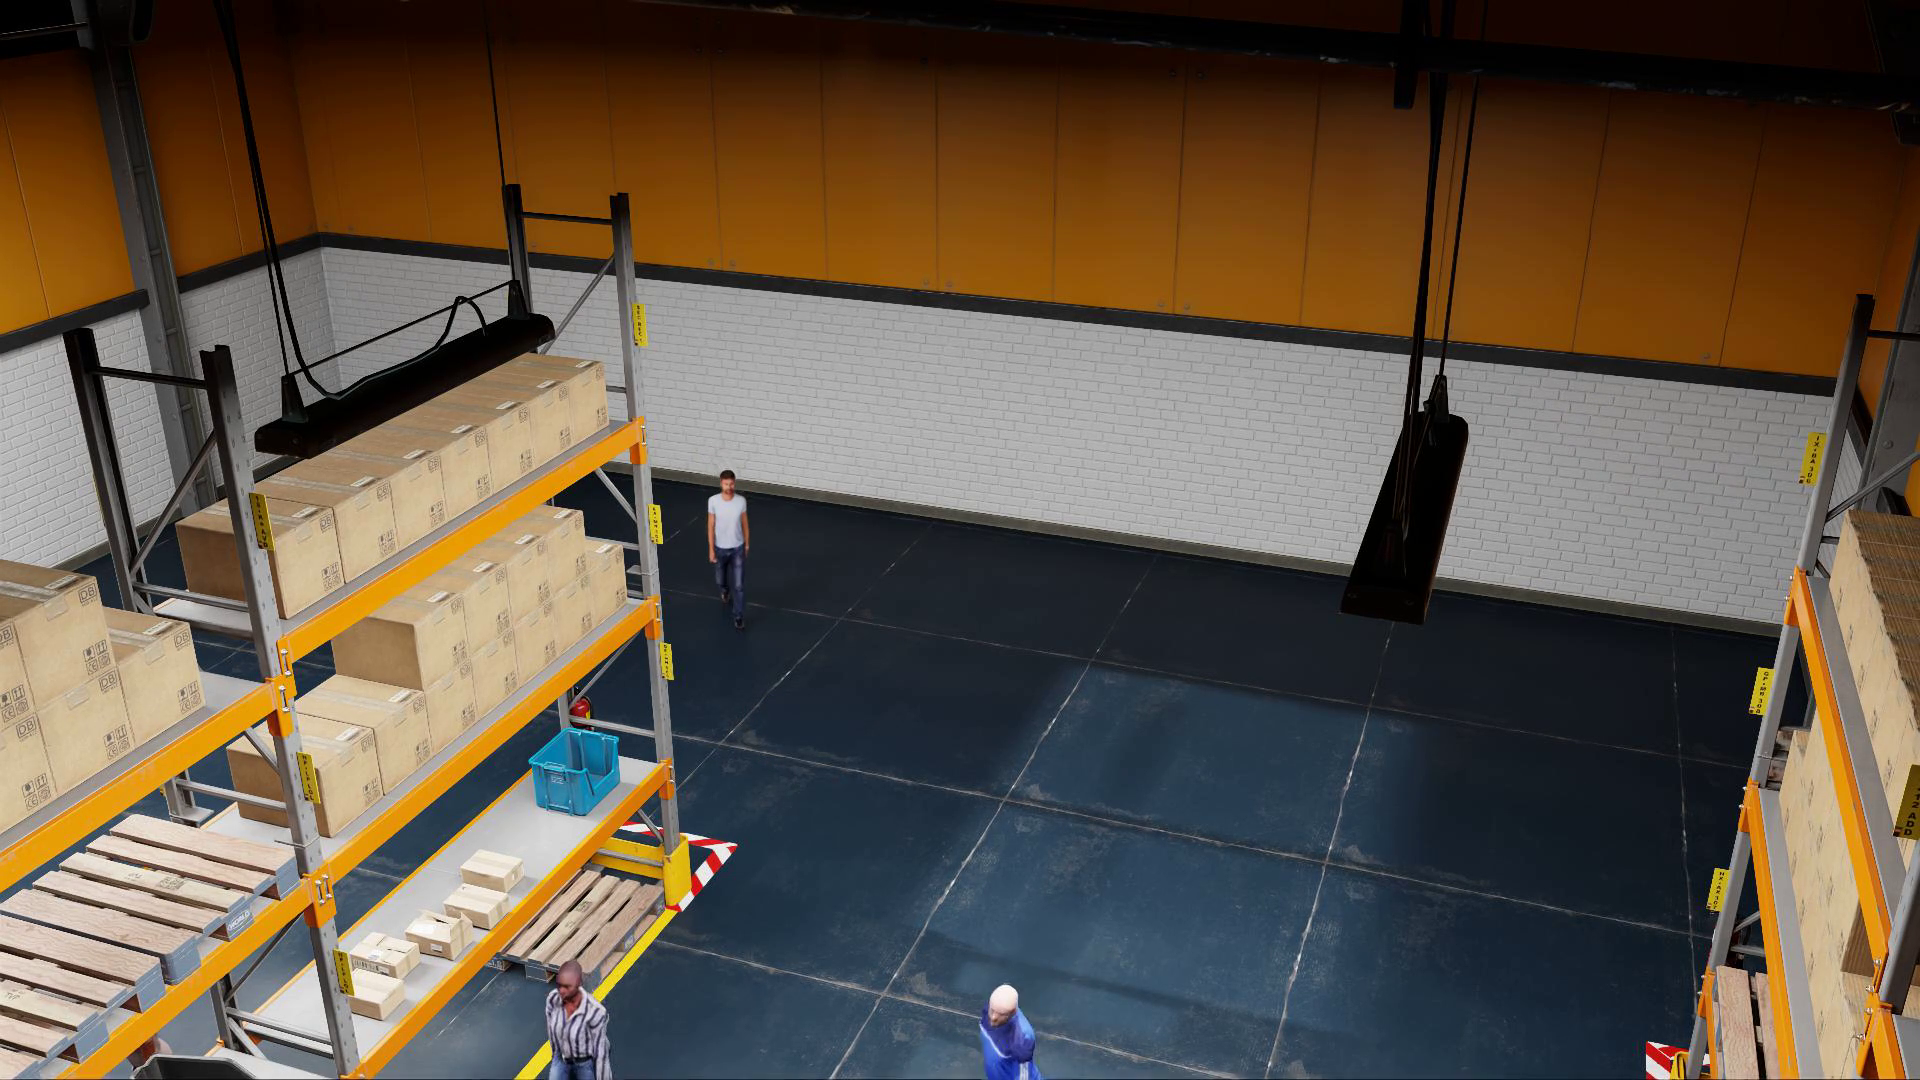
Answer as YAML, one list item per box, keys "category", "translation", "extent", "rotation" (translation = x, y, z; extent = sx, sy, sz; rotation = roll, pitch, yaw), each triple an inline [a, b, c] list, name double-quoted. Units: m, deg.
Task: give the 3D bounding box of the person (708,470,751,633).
- category: "person"
  translation: [-2.620, 0.066, 18.791]
  extent: [0.934, 1.846, 1.143]
  rotation: [-4, 24, -8]

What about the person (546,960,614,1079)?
- category: "person"
  translation: [-2.475, 3.479, 11.070]
  extent: [0.670, 1.775, 0.747]
  rotation: [8, 25, 18]

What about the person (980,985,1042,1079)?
- category: "person"
  translation: [0.388, 3.561, 10.862]
  extent: [0.953, 1.792, 0.885]
  rotation: [-11, 26, -23]
